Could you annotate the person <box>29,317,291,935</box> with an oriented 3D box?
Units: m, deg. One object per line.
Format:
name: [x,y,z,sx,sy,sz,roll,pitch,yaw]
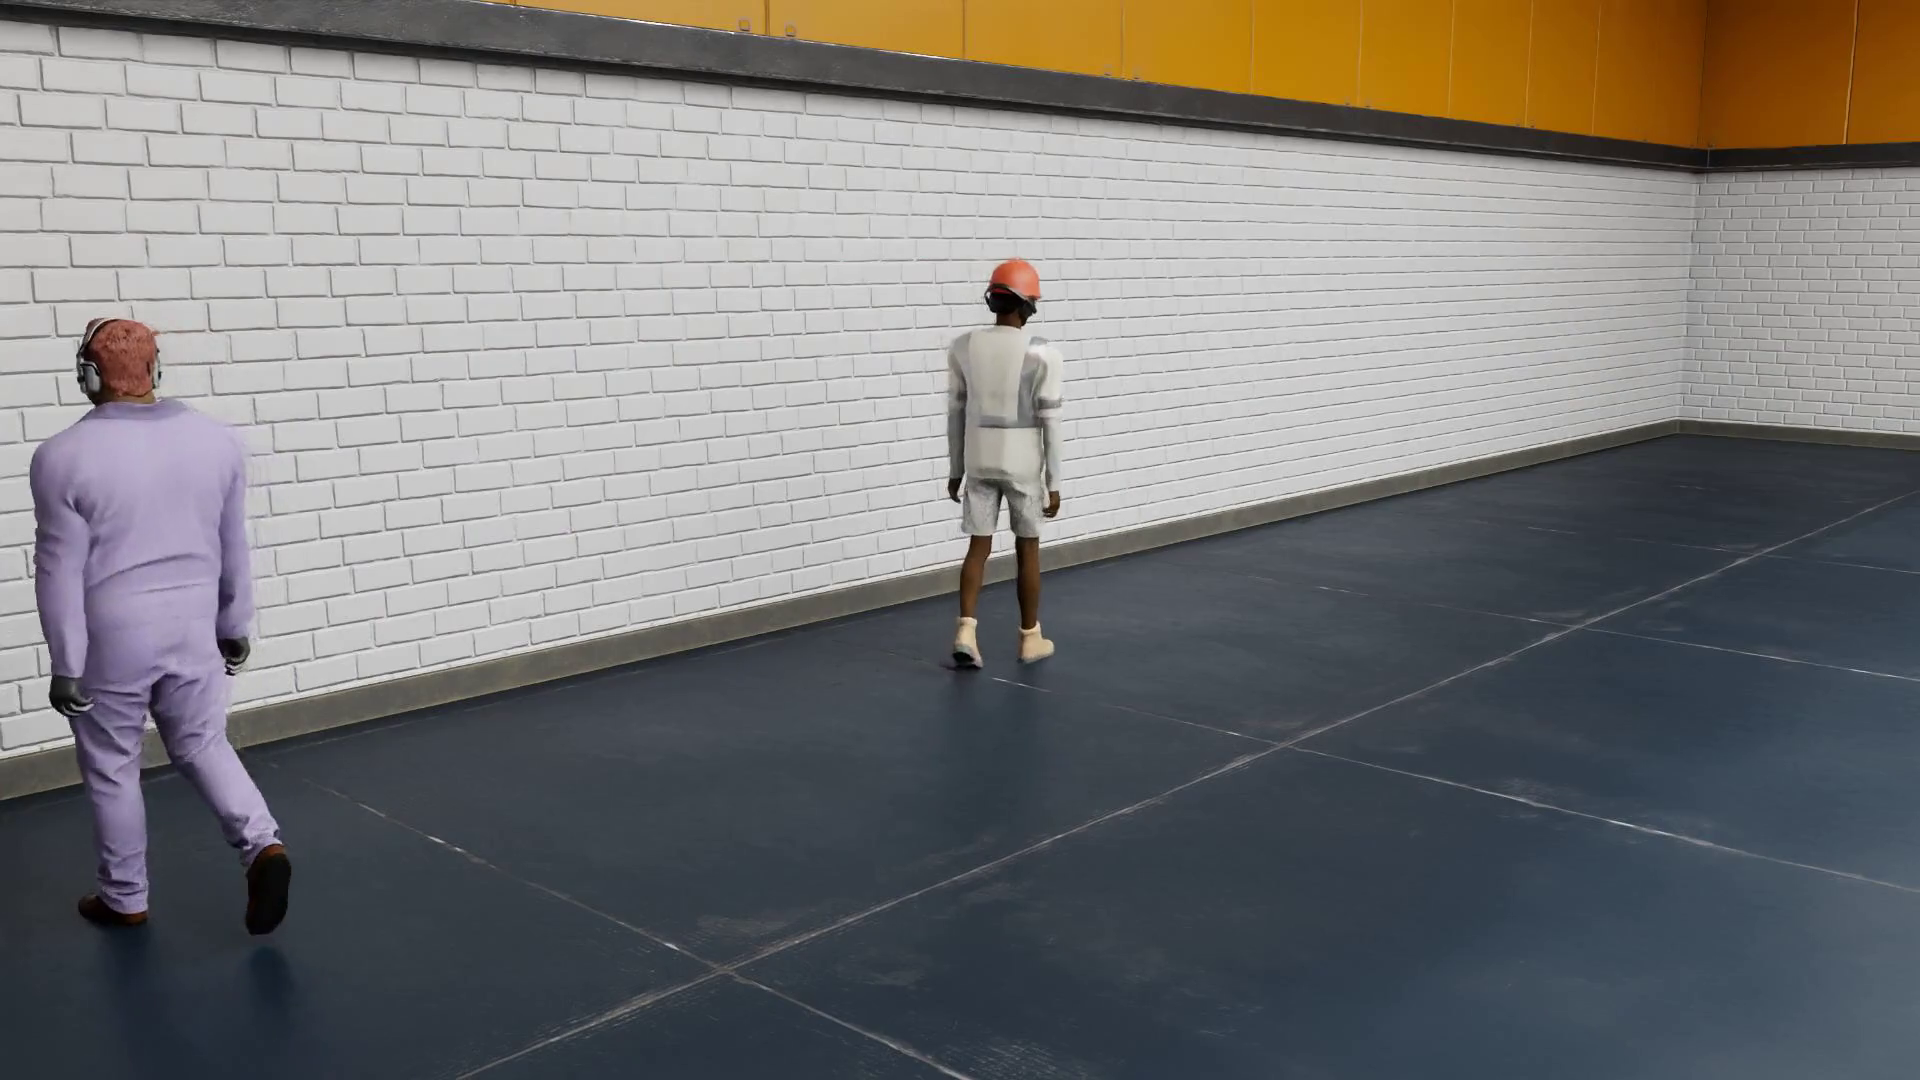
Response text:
person: [-2.381,0.282,4.937,0.799,1.880,0.653,7,12,34]

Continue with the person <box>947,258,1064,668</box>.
person: [0.205,-0.359,8.203,0.643,2.049,0.593,4,11,22]
